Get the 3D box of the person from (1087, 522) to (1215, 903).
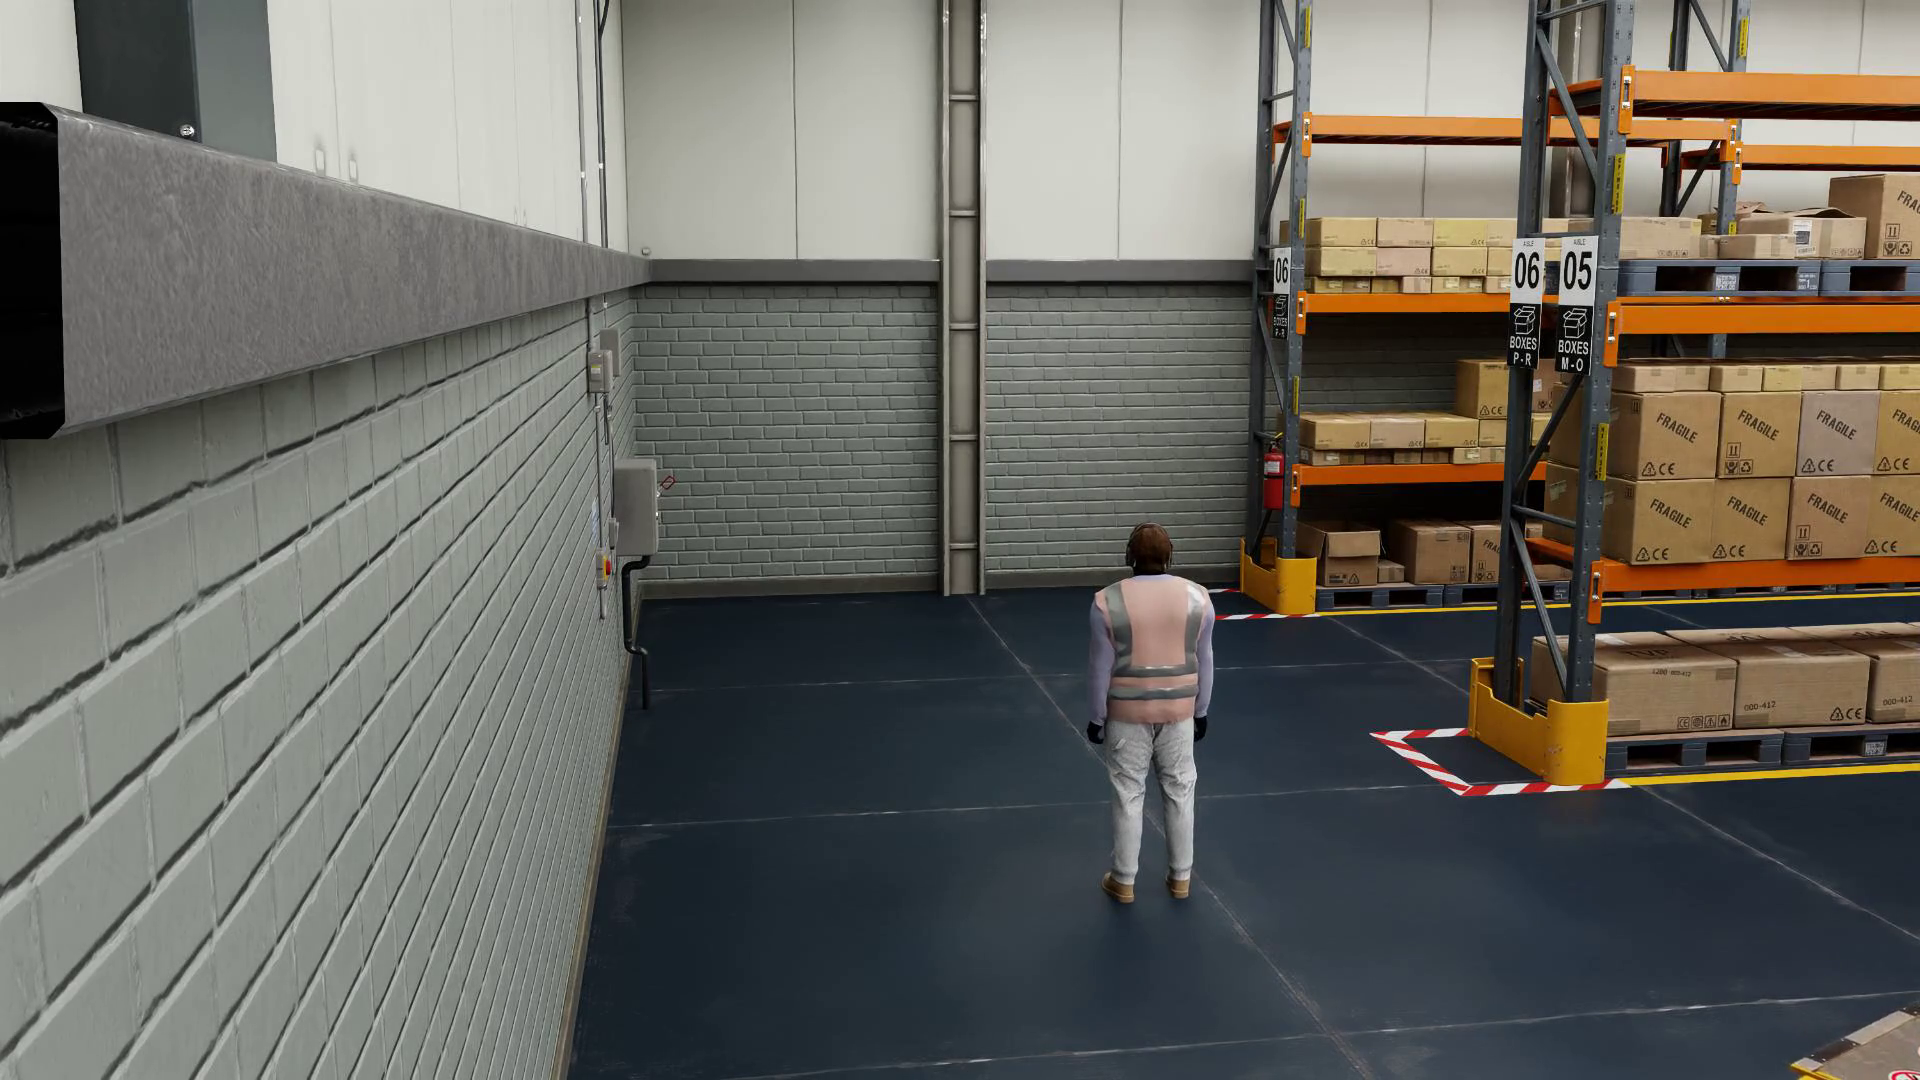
[{"bbox_3d":[0.904,0.828,8.004,0.620,1.845,0.430,-1,9,-8],"label":"person"}]
